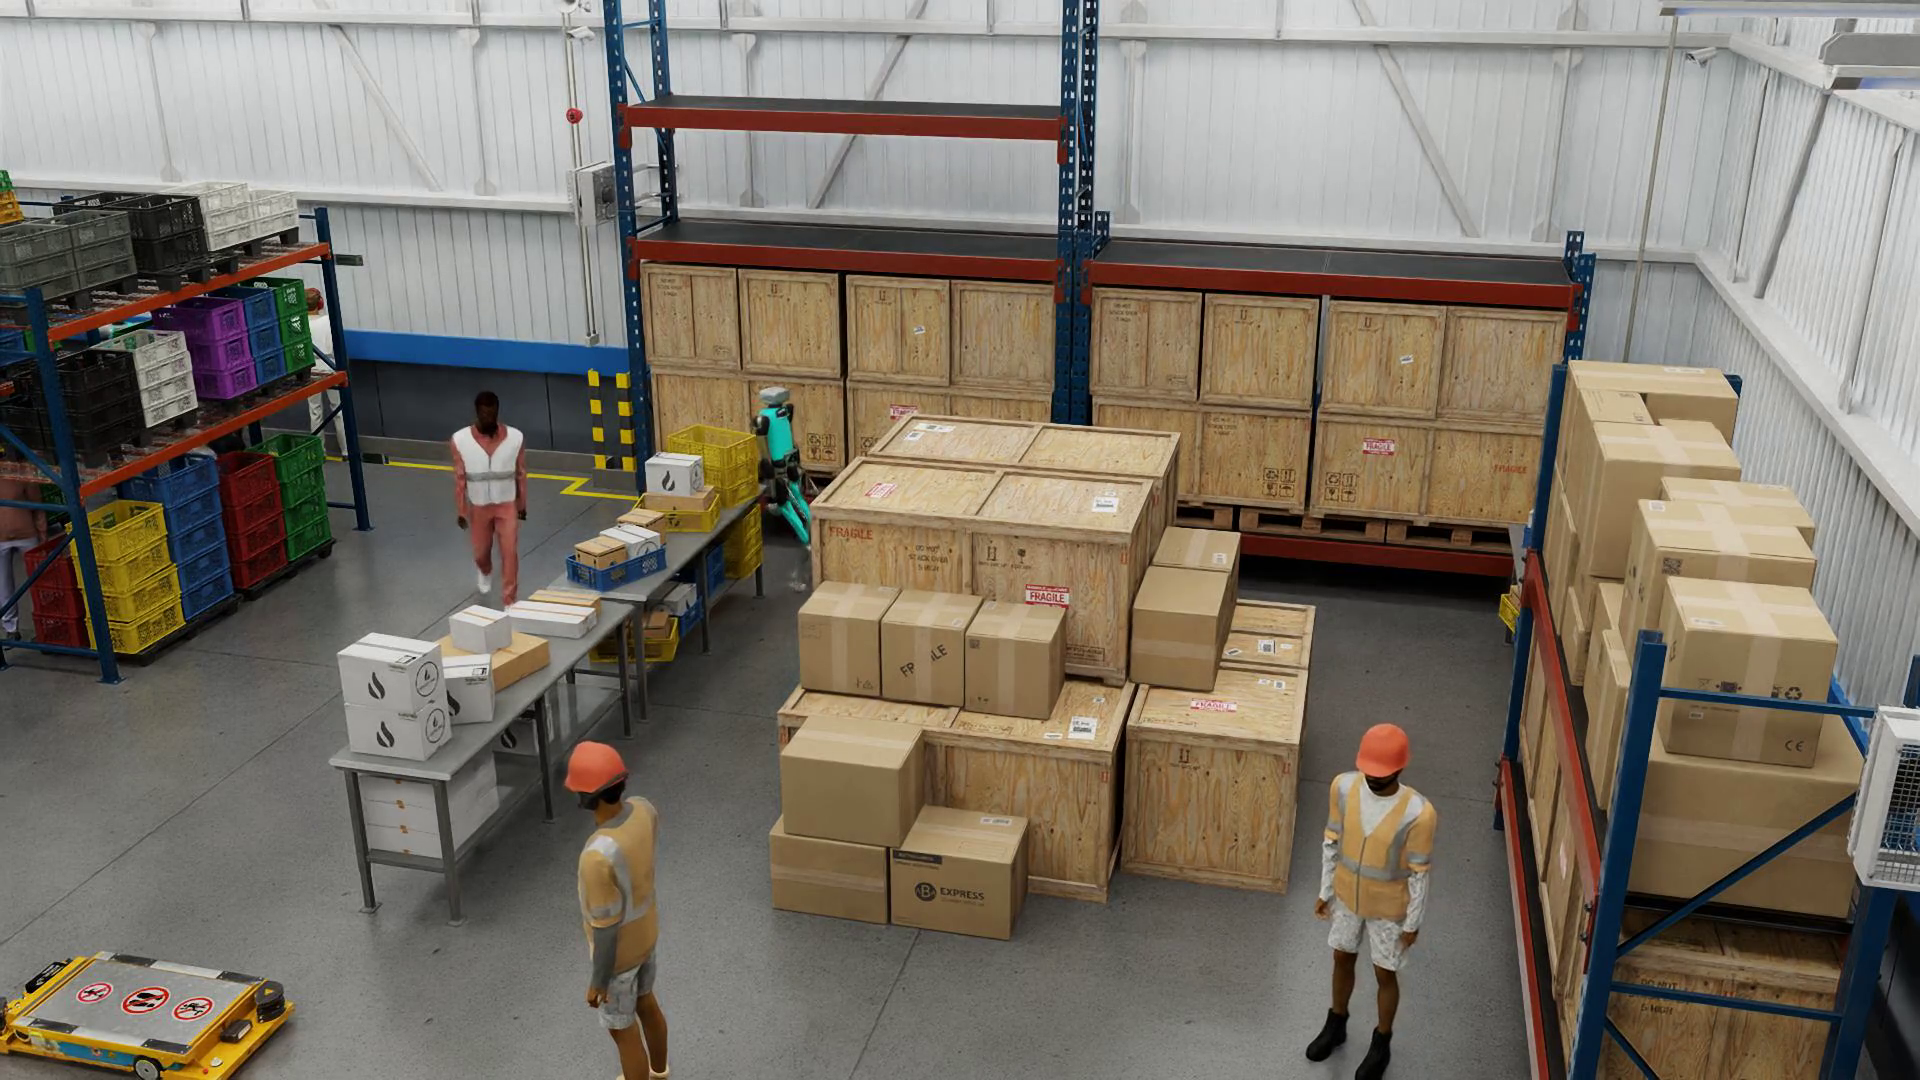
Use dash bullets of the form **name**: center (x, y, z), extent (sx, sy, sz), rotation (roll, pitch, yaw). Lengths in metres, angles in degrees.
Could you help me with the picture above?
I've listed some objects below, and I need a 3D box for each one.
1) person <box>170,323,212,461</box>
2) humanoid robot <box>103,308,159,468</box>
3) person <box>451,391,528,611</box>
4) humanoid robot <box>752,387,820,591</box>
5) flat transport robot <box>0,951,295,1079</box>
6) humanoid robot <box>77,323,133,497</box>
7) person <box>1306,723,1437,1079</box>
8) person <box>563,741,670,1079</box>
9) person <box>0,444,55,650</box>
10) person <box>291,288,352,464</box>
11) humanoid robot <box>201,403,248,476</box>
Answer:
- **person**: center (-7.376, -1.237, 16.155), extent (0.750, 1.820, 0.651), rotation (5, 22, 13)
- **humanoid robot**: center (-8.550, -1.558, 16.975), extent (0.536, 1.737, 0.662), rotation (-19, 28, -41)
- **person**: center (-3.816, -0.315, 13.578), extent (0.600, 1.901, 0.634), rotation (-7, 22, -18)
- **humanoid robot**: center (-1.347, -0.402, 14.033), extent (0.729, 1.753, 0.542), rotation (8, 23, 21)
- **flat transport robot**: center (-4.270, 2.464, 8.601), extent (1.431, 0.231, 0.659), rotation (5, 22, 13)
- **humanoid robot**: center (-8.437, -1.222, 16.183), extent (0.674, 1.792, 0.532), rotation (-9, 23, -23)
- **person**: center (1.998, 1.760, 8.118), extent (0.547, 1.932, 0.379), rotation (17, 27, 38)
- **person**: center (-1.598, 1.861, 7.706), extent (0.391, 2.033, 0.613), rotation (4, 21, 11)
- **person**: center (-7.394, -0.009, 12.969), extent (0.532, 1.768, 0.308), rotation (-10, 23, -24)
- **person**: center (-6.627, -1.696, 17.273), extent (0.564, 1.846, 0.390), rotation (-5, 22, -13)
- **humanoid robot**: center (-6.995, -1.013, 15.748), extent (0.598, 1.655, 0.377), rotation (17, 27, 37)
